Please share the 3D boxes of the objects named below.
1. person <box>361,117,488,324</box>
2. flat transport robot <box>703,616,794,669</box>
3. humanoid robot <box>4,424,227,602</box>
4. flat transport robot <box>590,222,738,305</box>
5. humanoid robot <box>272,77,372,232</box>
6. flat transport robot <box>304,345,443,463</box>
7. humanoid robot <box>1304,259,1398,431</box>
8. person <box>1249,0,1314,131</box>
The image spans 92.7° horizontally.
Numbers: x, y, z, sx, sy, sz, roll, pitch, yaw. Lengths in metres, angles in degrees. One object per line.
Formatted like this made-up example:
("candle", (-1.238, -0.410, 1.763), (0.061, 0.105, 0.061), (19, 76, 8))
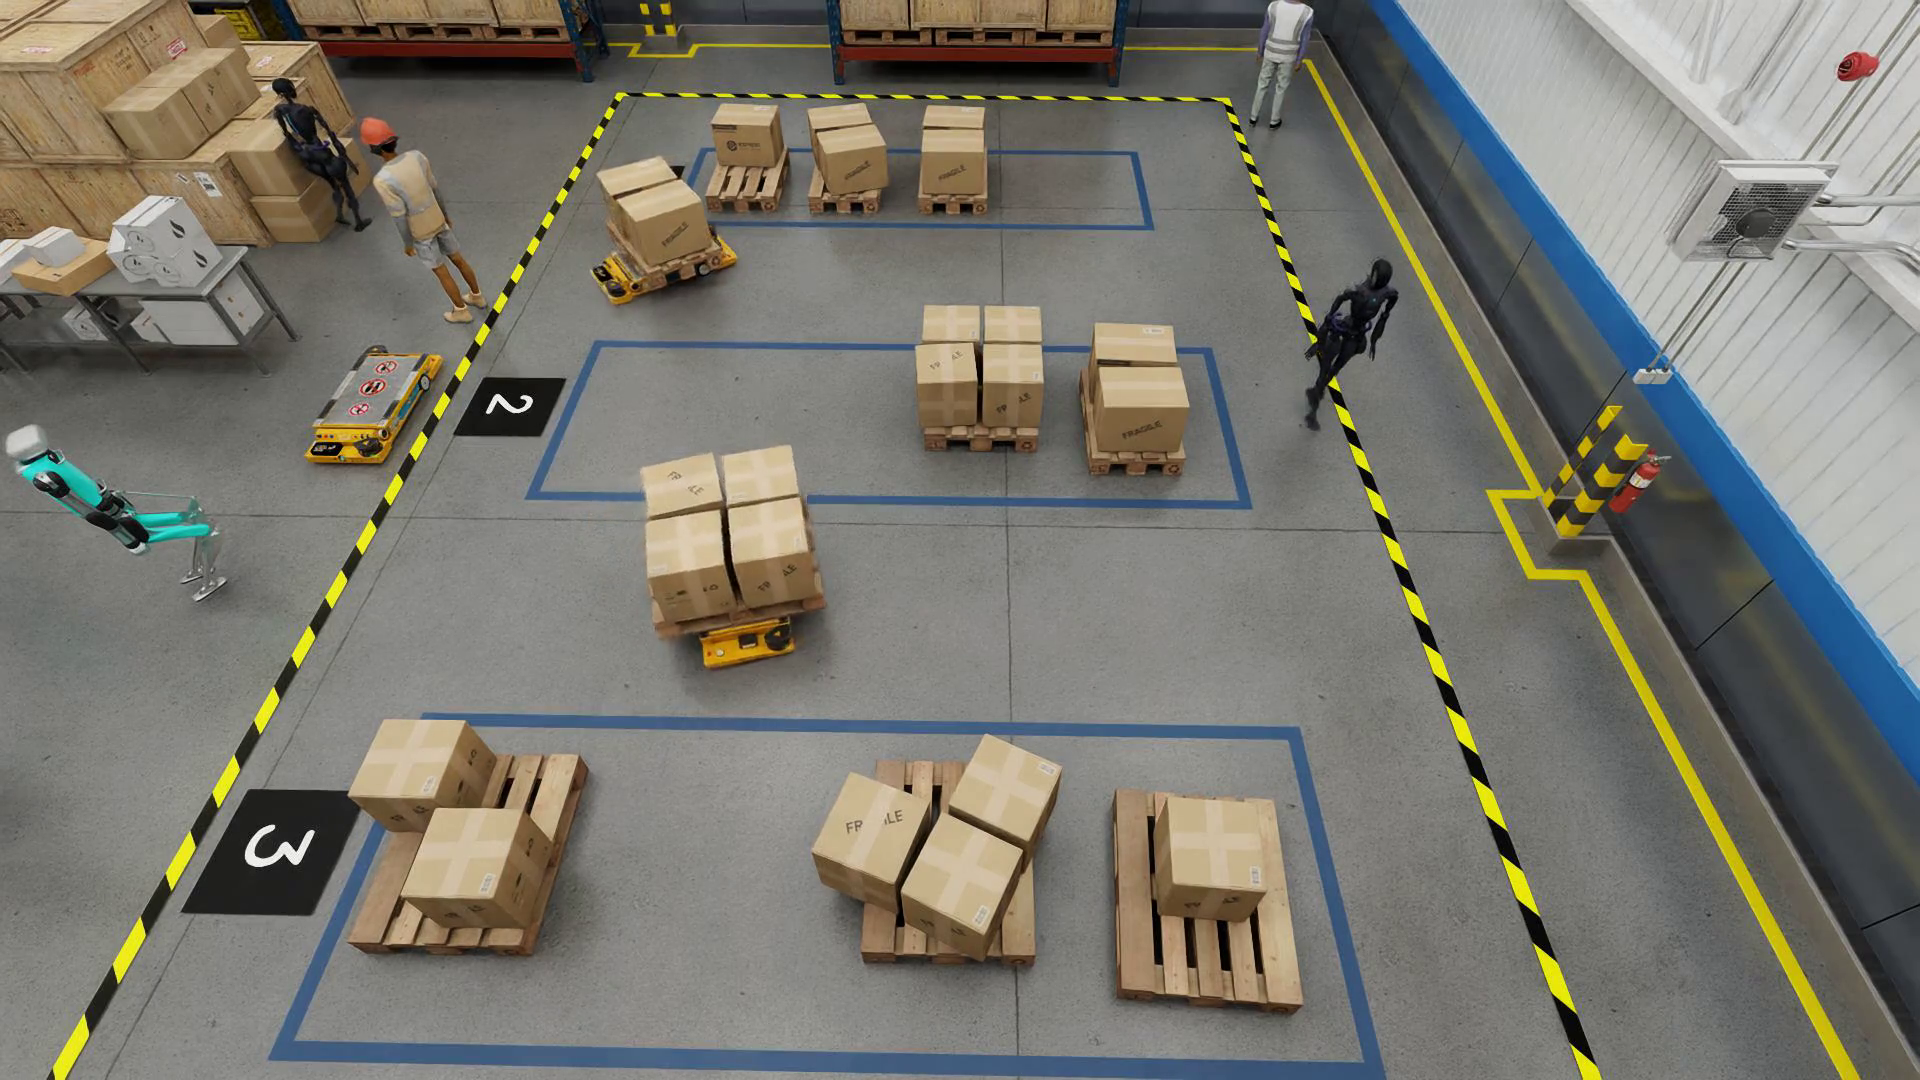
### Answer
("person", (-5.117, -2.998, 8.742), (0.376, 2.045, 0.605), (15, 51, 12))
("flat transport robot", (-1.696, 0.298, 7.097), (0.652, 0.197, 1.431), (-10, 50, -8))
("humanoid robot", (-5.792, -0.235, 6.519), (0.735, 1.672, 0.533), (-37, 59, -27))
("flat transport robot", (-3.198, -3.010, 9.896), (1.431, 0.197, 0.652), (-28, 55, -22))
("humanoid robot", (-6.931, -4.158, 9.956), (0.616, 1.647, 0.369), (4, 50, 3))
("flat transport robot", (-5.383, -1.269, 8.441), (0.659, 0.231, 1.431), (1, 50, 1))
("humanoid robot", (3.341, -1.704, 7.898), (0.609, 1.637, 0.636), (-3, 50, -3))
("person", (4.032, -6.106, 11.510), (0.602, 1.828, 0.404), (21, 53, 17))
